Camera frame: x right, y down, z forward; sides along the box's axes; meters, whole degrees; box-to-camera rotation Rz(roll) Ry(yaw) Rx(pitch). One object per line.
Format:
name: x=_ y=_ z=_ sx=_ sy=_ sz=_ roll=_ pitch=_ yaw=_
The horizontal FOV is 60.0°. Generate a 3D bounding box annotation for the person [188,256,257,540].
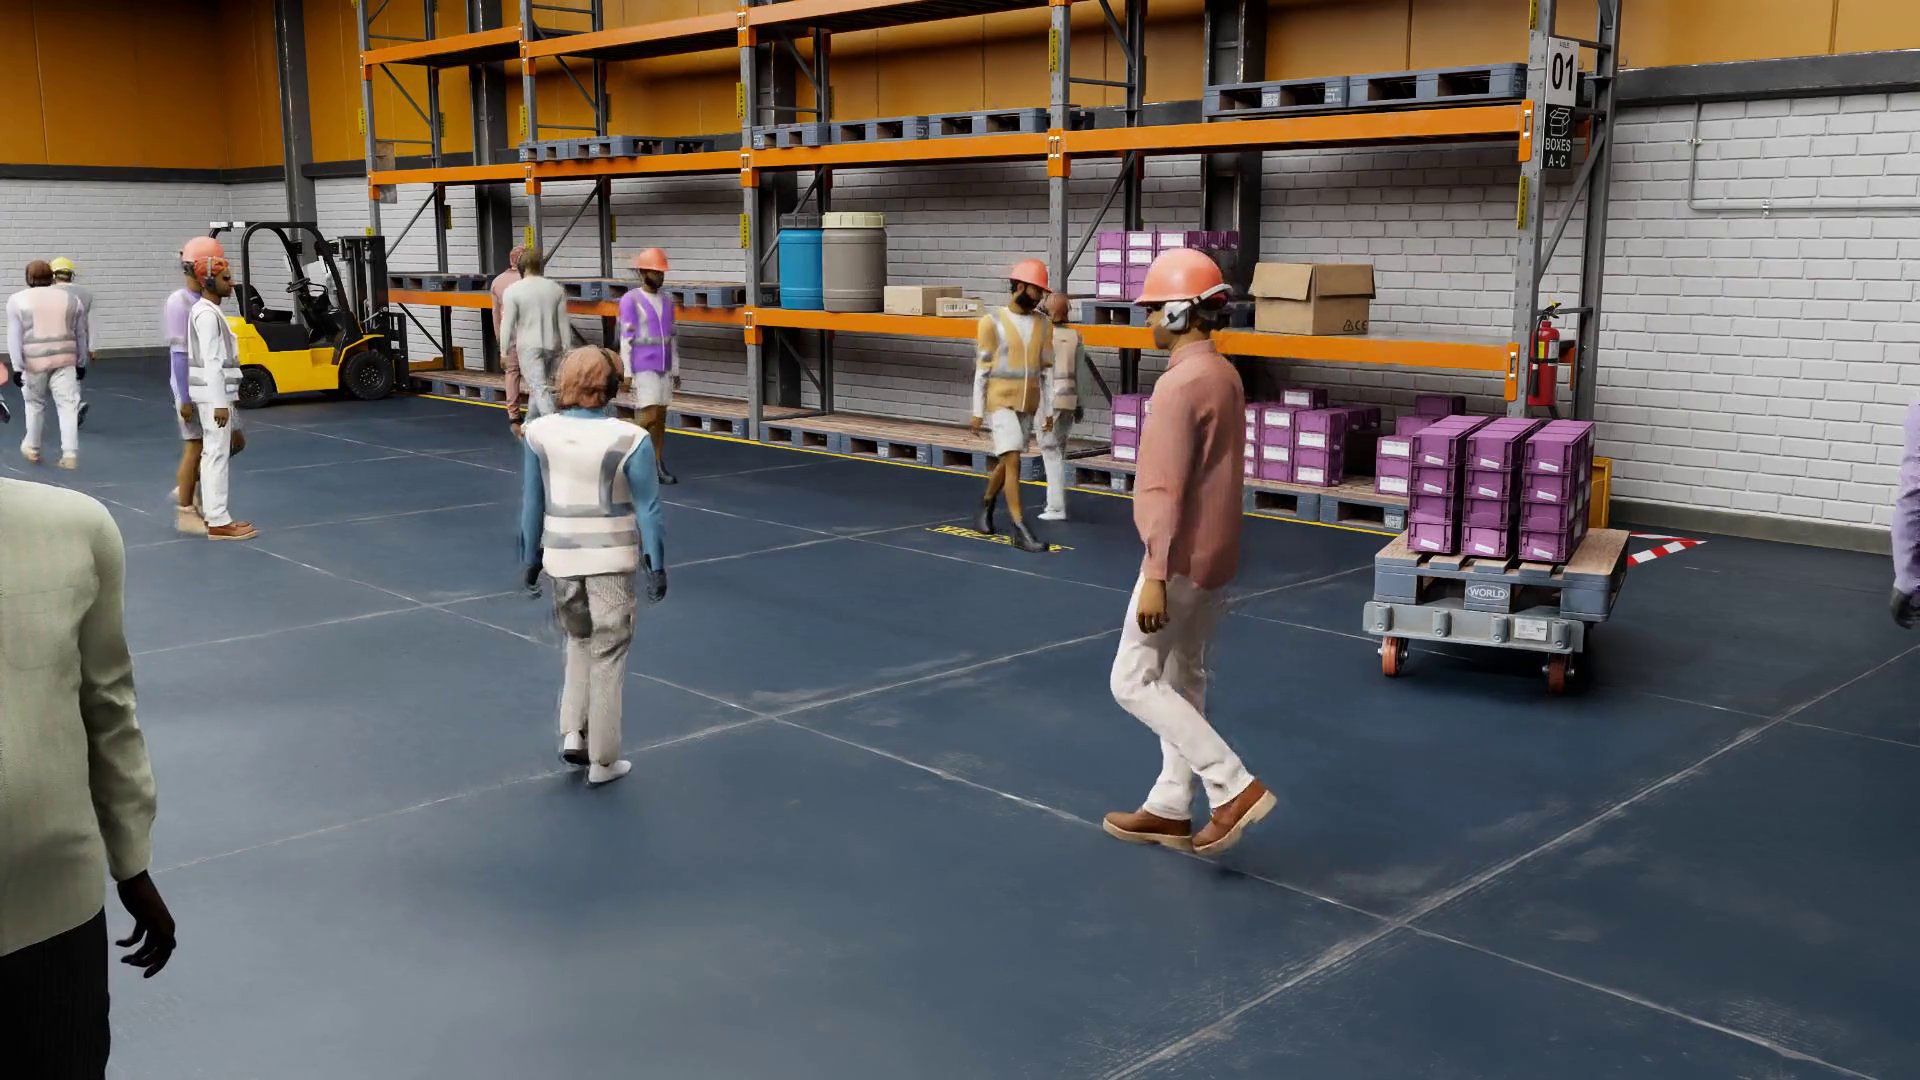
person: x=-4.966 y=-0.944 z=11.122 sx=0.349 sy=1.882 sz=0.577 roll=-5 pitch=11 yaw=-25

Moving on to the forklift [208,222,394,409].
forklift: x=-8.169 y=-2.758 z=20.163 sx=2.313 sy=2.155 sz=1.214 roll=-10 pitch=14 yaw=-44

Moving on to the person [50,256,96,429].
person: x=-9.242 y=-2.030 z=17.258 sx=0.597 sy=1.806 sz=0.598 roll=7 pitch=12 yaw=33

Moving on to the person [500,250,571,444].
person: x=-4.050 y=-1.781 z=15.697 sx=1.021 sy=1.876 sz=0.647 roll=9 pitch=14 yaw=42

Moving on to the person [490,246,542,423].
person: x=-4.699 y=-2.204 z=17.929 sx=0.641 sy=1.910 sz=0.401 roll=3 pitch=11 yaw=15

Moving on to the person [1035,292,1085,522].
person: x=0.608 y=-0.942 z=11.817 sx=0.527 sy=1.621 sz=0.528 roll=-9 pitch=14 yaw=-41

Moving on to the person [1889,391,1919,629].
person: x=3.401 y=0.109 z=5.425 sx=0.653 sy=1.880 sz=0.876 roll=6 pitch=12 yaw=29

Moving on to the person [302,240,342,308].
person: x=-9.209 y=-3.366 z=24.117 sx=0.613 sy=1.957 sz=0.391 roll=1 pitch=10 yaw=4

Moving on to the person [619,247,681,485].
person: x=-2.511 y=-1.405 z=13.516 sx=0.453 sy=1.924 sz=0.568 roll=7 pitch=13 yaw=34

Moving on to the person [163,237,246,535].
person: x=-5.152 y=-1.035 z=11.280 sx=0.578 sy=2.011 sz=0.631 roll=1 pitch=10 yaw=3

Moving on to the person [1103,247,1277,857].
person: x=0.739 y=0.063 z=5.349 sx=0.521 sy=1.982 sz=0.646 roll=5 pitch=11 yaw=25

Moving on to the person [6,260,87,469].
person: x=-8.016 y=-1.539 z=14.602 sx=0.658 sy=1.793 sz=0.945 roll=-9 pitch=14 yaw=-42

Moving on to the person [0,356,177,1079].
person: x=-1.527 y=0.572 z=2.556 sx=0.395 sy=1.990 sz=0.625 roll=8 pitch=13 yaw=38

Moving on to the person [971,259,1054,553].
person: x=0.324 y=-0.904 z=10.940 sx=0.575 sy=1.882 sz=0.997 roll=-6 pitch=12 yaw=-29

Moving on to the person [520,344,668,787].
person: x=-1.335 y=0.097 z=6.134 sx=0.545 sy=1.623 sz=0.382 roll=3 pitch=11 yaw=15
